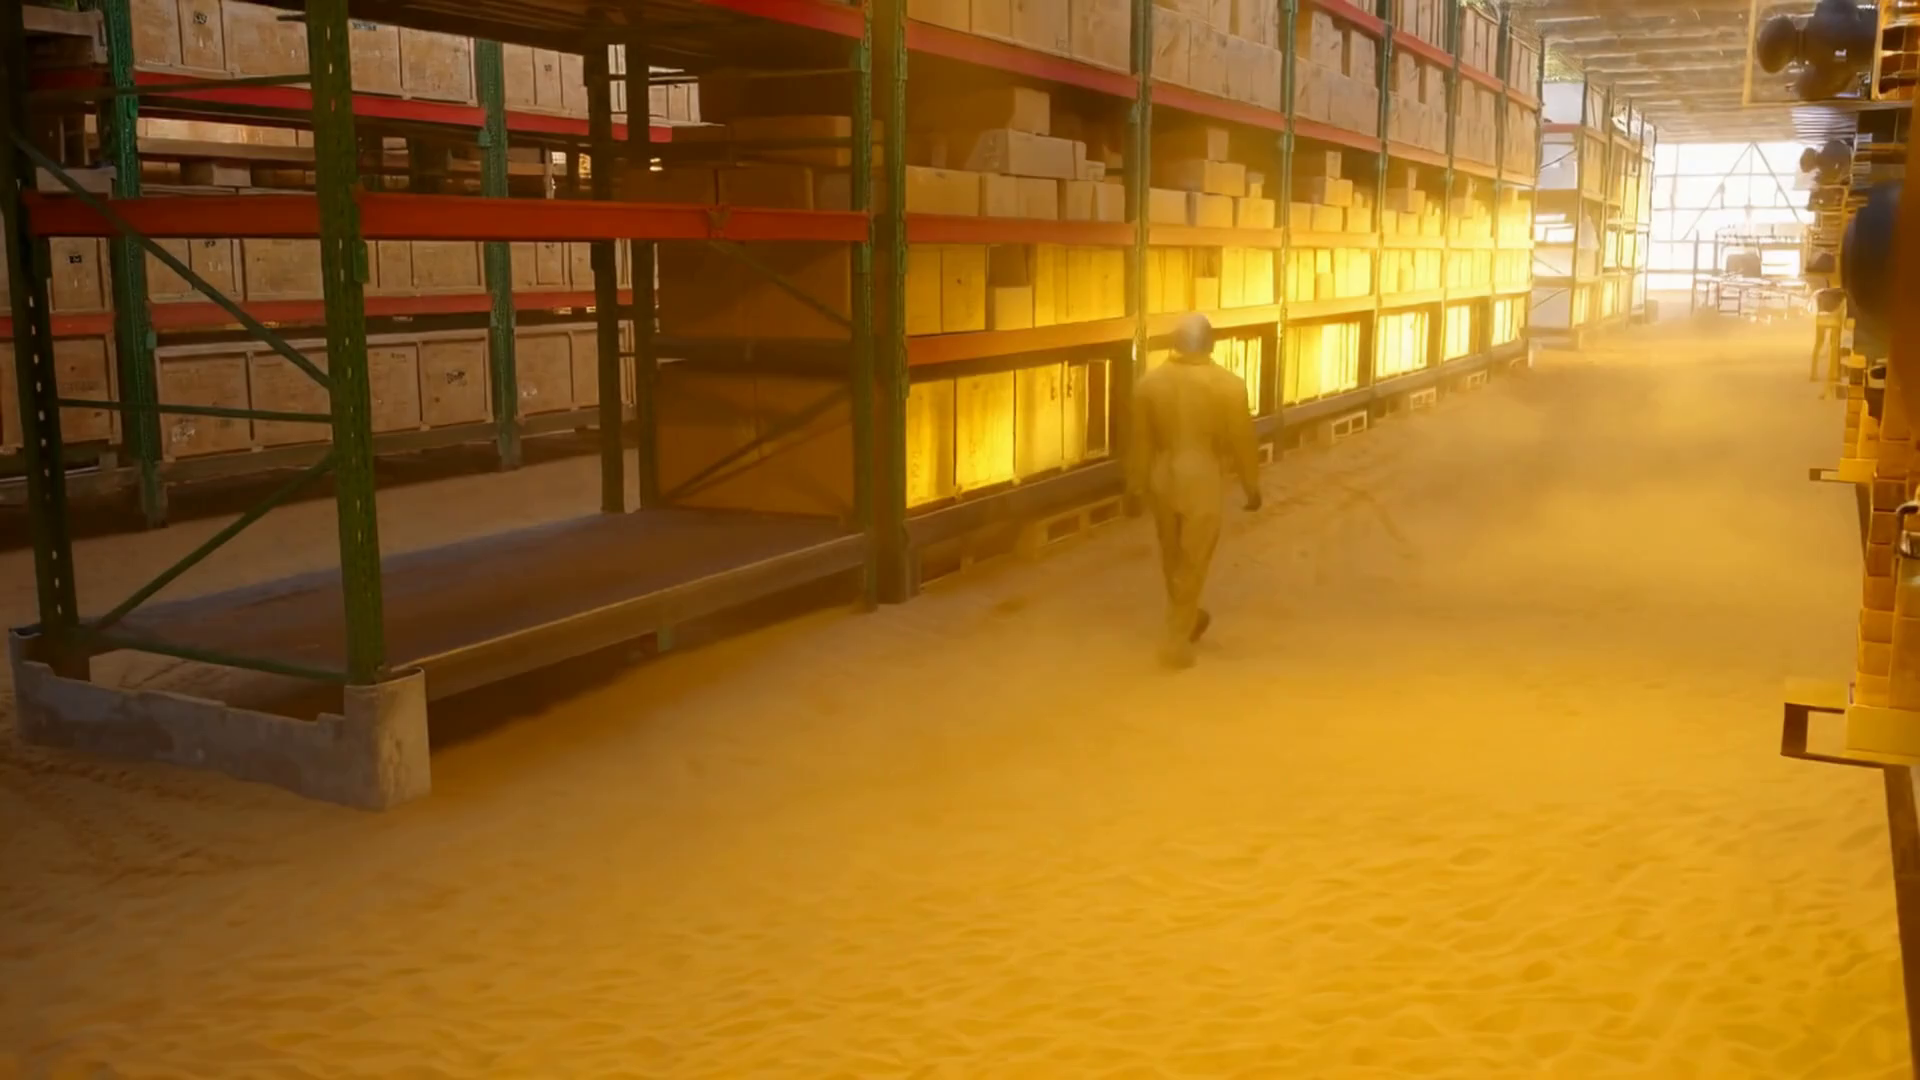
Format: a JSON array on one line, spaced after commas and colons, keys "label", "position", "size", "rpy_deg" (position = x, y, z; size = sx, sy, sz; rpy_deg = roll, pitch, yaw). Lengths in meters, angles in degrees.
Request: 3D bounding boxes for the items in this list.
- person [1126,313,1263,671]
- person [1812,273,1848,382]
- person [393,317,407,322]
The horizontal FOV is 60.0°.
[{"label": "person", "position": [1.256, -0.275, 8.899], "size": [0.656, 1.859, 0.975], "rpy_deg": [6, 11, 30]}, {"label": "person", "position": [14.696, -3.582, 28.118], "size": [0.393, 1.836, 0.561], "rpy_deg": [-8, 12, -38]}, {"label": "person", "position": [-6.839, -2.210, 20.431], "size": [0.295, 1.744, 0.485], "rpy_deg": [-3, 10, -16]}]
